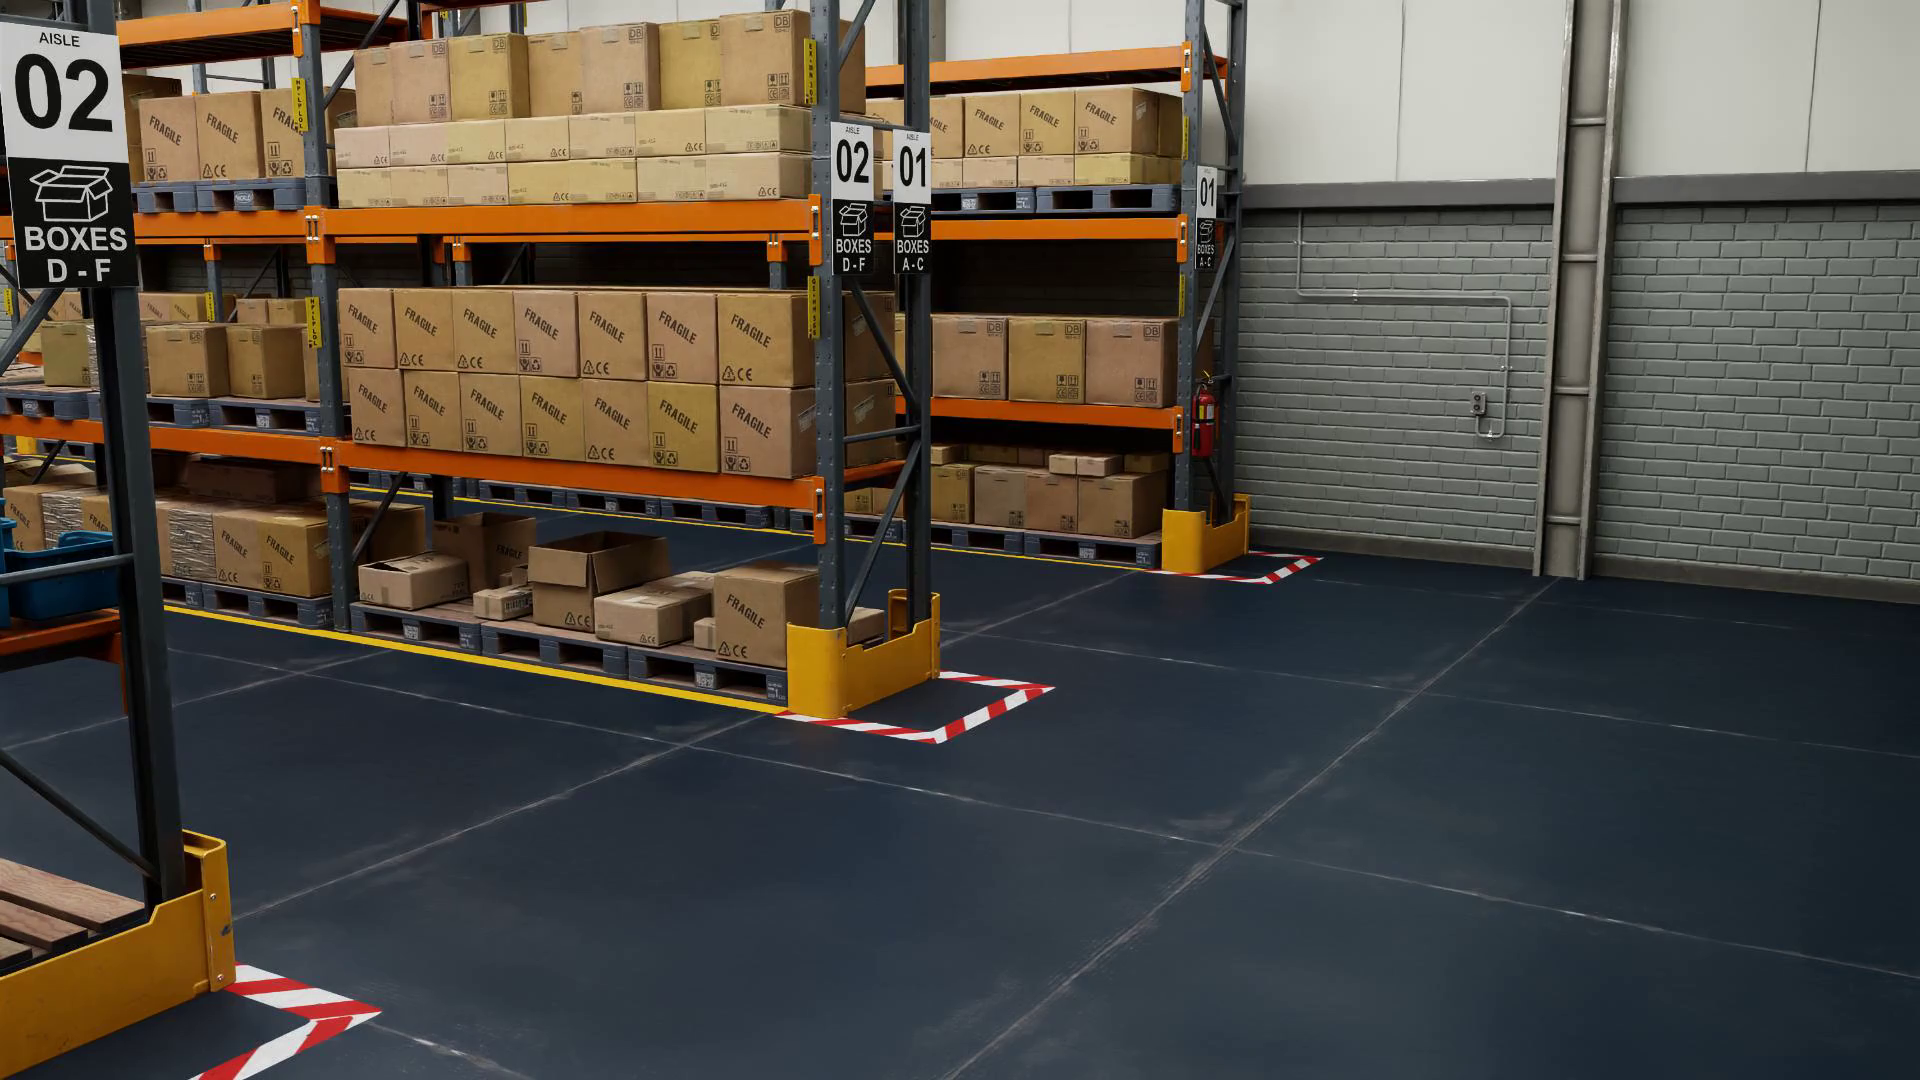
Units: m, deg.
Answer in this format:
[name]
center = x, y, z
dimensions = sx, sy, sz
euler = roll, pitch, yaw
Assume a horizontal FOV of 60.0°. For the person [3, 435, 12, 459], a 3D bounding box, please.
[person]
center = -10.350, -1.278, 17.750
dimensions = 0.497, 1.584, 0.864
euler = -9, 13, -41
